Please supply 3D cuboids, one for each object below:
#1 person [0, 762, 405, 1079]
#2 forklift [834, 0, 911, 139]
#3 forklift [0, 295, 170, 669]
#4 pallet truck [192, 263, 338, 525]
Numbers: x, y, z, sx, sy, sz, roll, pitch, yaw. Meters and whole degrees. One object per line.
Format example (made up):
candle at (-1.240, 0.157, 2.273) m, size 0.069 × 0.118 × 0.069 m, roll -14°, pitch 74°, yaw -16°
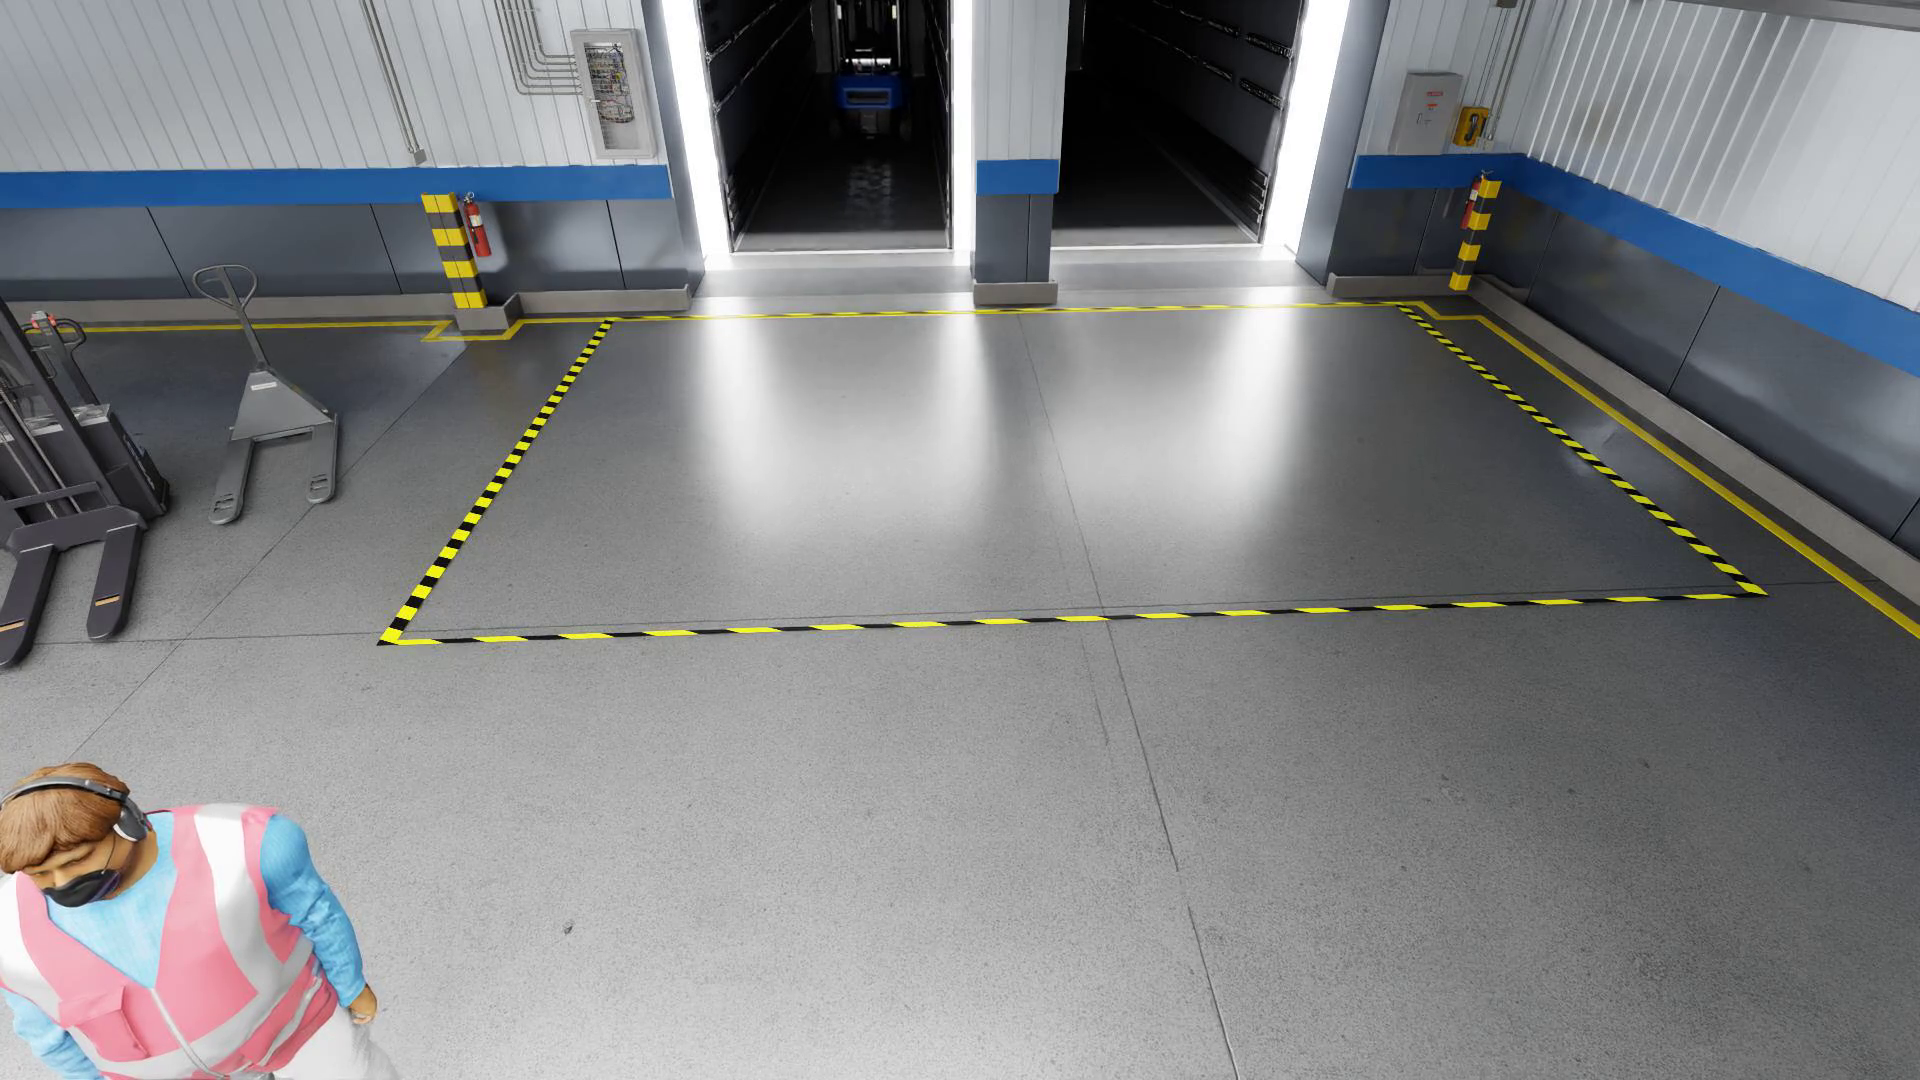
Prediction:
person at (-1.835, 1.249, 2.333) m, size 0.625 × 1.842 × 0.429 m, roll -21°, pitch 40°, yaw -27°
forklift at (-1.442, -7.942, 15.089) m, size 1.157 × 2.036 × 2.680 m, roll 0°, pitch 35°, yaw 0°
forklift at (-5.212, -0.618, 4.878) m, size 0.823 × 1.965 × 1.885 m, roll -20°, pitch 39°, yaw -26°
pallet truck at (-4.778, -1.027, 6.128) m, size 0.680 × 1.201 × 1.601 m, roll -17°, pitch 38°, yaw -23°
